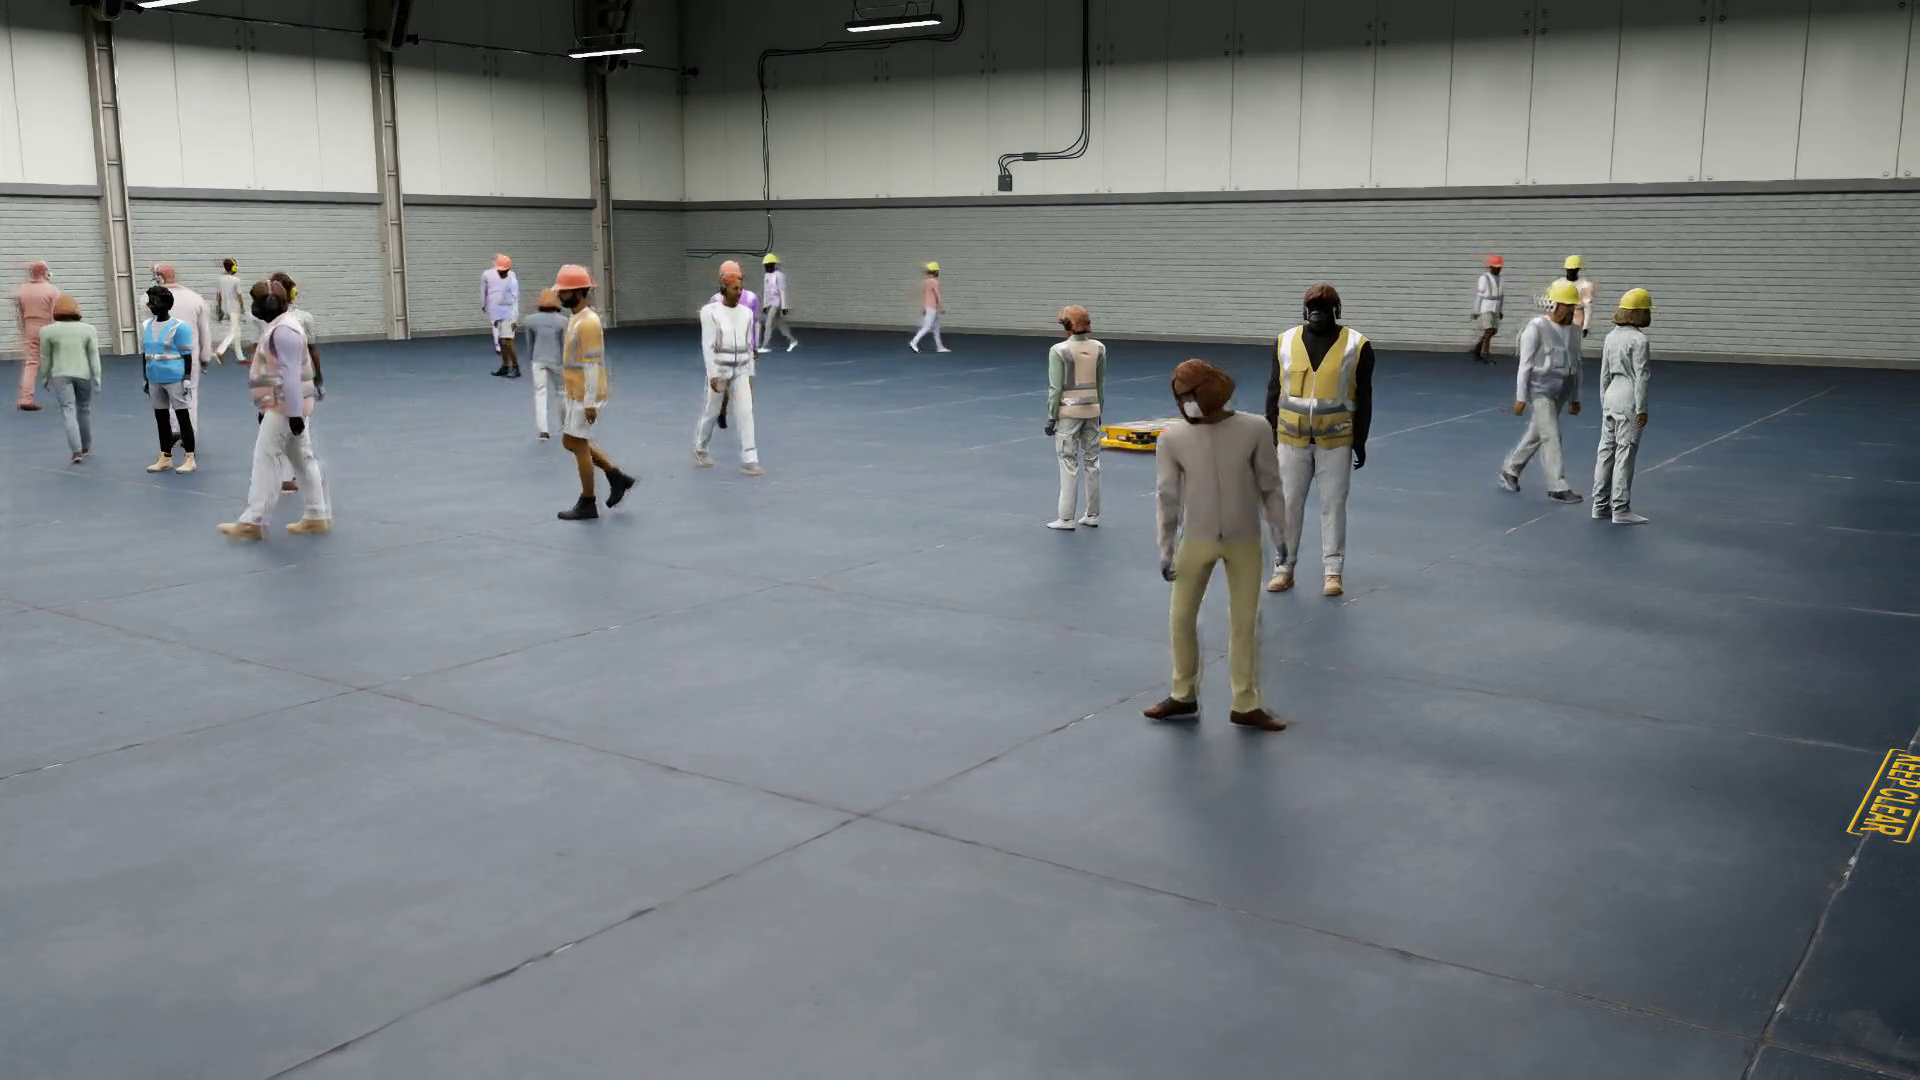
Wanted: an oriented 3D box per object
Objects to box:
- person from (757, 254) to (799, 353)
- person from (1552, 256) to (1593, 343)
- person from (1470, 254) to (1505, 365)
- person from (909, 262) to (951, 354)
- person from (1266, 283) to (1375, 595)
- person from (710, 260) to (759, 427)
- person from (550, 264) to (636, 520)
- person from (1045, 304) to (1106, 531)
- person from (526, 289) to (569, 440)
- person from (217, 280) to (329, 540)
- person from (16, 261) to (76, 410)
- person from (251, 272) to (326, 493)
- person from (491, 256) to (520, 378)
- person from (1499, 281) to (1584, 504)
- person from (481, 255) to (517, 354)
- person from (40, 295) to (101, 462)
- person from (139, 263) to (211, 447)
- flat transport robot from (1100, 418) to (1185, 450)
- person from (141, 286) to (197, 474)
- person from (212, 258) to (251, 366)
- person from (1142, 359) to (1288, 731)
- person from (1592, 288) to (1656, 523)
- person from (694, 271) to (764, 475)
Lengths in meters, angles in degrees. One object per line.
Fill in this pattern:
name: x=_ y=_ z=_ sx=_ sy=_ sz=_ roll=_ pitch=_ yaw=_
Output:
person: x=-3.498 y=-4.526 z=31.788 sx=0.935 sy=1.891 sz=0.599 roll=-6 pitch=12 yaw=-32
person: x=8.653 y=-3.089 z=23.697 sx=0.618 sy=1.887 sz=0.896 roll=8 pitch=13 yaw=38
person: x=9.075 y=-3.971 z=28.644 sx=0.586 sy=1.902 sz=0.777 roll=-6 pitch=12 yaw=-30
person: x=-0.592 y=-4.392 z=31.456 sx=0.857 sy=1.732 sz=0.533 roll=-4 pitch=11 yaw=-21
person: x=2.114 y=-0.593 z=9.869 sx=0.622 sy=1.845 sz=0.429 roll=4 pitch=11 yaw=20
person: x=-2.497 y=-2.144 z=18.448 sx=0.565 sy=1.880 sz=1.009 roll=-3 pitch=11 yaw=-17
person: x=-2.794 y=-1.107 z=12.522 sx=0.531 sy=1.920 sz=0.571 roll=-4 pitch=11 yaw=-20
person: x=0.843 y=-0.883 z=12.064 sx=0.511 sy=1.640 sz=0.308 roll=-7 pitch=12 yaw=-36
person: x=-4.369 y=-1.876 z=17.771 sx=0.500 sy=1.584 sz=0.867 roll=0 pitch=10 yaw=0
person: x=-4.916 y=-0.912 z=11.734 sx=0.844 sy=1.810 sz=0.664 roll=-4 pitch=11 yaw=-22
person: x=-11.470 y=-2.559 z=20.854 sx=0.659 sy=1.860 sz=0.980 roll=2 pitch=10 yaw=11
person: x=-5.670 y=-1.344 z=14.102 sx=0.539 sy=1.825 sz=0.928 roll=-2 pitch=10 yaw=-10
person: x=-7.064 y=-3.448 z=25.735 sx=0.394 sy=1.884 sz=0.746 roll=-8 pitch=13 yaw=-39
person: x=4.774 y=-1.223 z=13.596 sx=0.600 sy=1.785 sz=0.933 roll=-6 pitch=12 yaw=-30
person: x=-8.693 y=-4.448 z=31.414 sx=0.656 sy=1.853 sz=0.992 roll=-3 pitch=11 yaw=-15
person: x=-8.545 y=-1.555 z=15.995 sx=0.502 sy=1.576 sz=0.896 roll=-7 pitch=12 yaw=-33
person: x=-7.934 y=-1.857 z=16.832 sx=0.670 sy=1.879 sz=0.437 roll=-8 pitch=13 yaw=-39
flat transport robot: x=2.057 y=-1.099 z=17.102 sx=0.652 sy=0.197 sz=1.431 roll=10 pitch=14 yaw=43
person: x=-7.177 y=-1.447 z=15.057 sx=0.541 sy=1.696 sz=0.316 roll=3 pitch=11 yaw=15
person: x=-12.425 y=-3.869 z=28.250 sx=0.533 sy=1.845 sz=0.855 roll=5 pitch=11 yaw=25
person: x=1.124 y=0.035 z=7.040 sx=0.619 sy=1.596 sz=0.324 roll=1 pitch=10 yaw=6
person: x=4.982 y=-0.999 z=12.419 sx=0.319 sy=1.742 sz=0.492 roll=-2 pitch=10 yaw=-13
person: x=-2.141 y=-1.534 z=15.183 sx=0.570 sy=1.845 sz=0.988 roll=-7 pitch=12 yaw=-35
